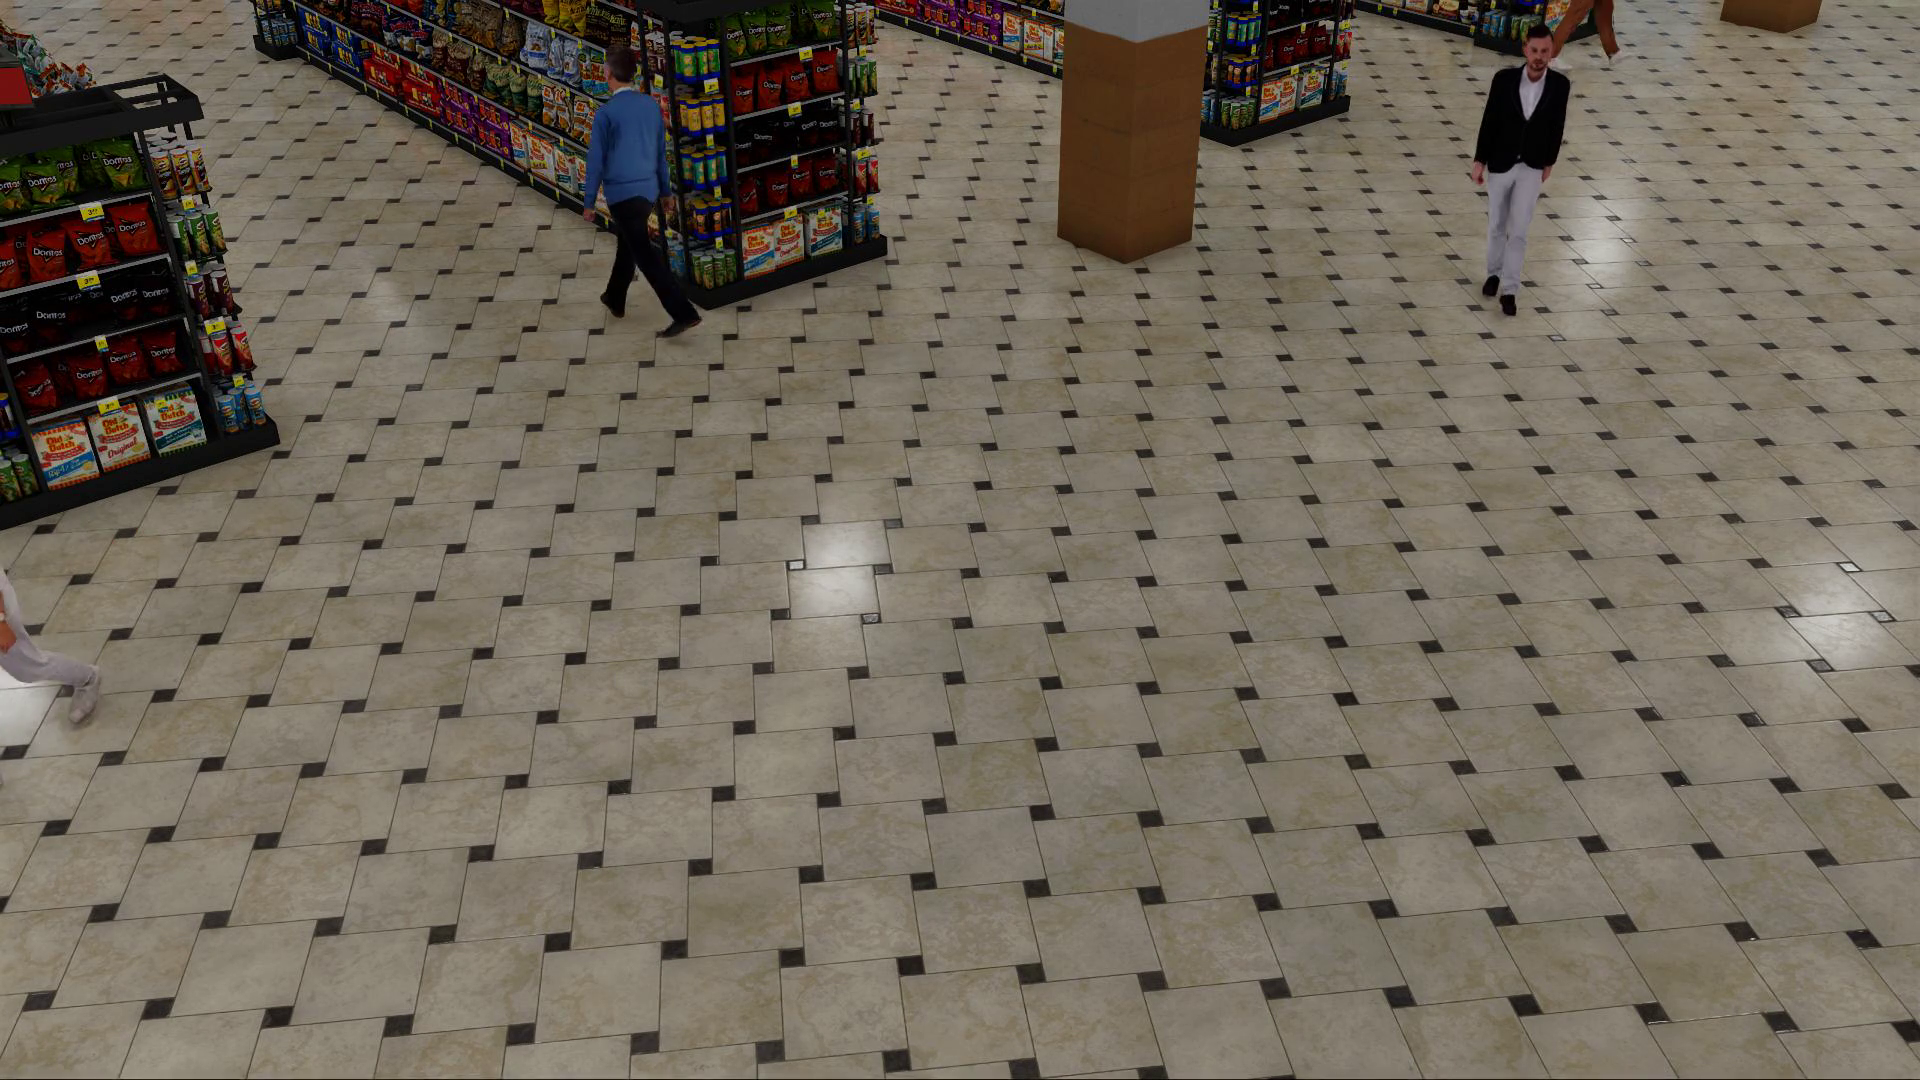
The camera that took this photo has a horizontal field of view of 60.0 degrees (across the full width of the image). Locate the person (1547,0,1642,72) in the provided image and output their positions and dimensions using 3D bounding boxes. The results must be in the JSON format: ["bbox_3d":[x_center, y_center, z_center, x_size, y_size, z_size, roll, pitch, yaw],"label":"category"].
[{"bbox_3d":[5.741,-5.183,15.262,1.236,1.782,1.113,7,33,11],"label":"person"}]

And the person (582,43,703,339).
[{"bbox_3d":[-1.975,-2.117,10.352,1.238,1.763,0.888,21,38,30],"label":"person"}]

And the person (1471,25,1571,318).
[{"bbox_3d":[3.610,-2.446,10.830,0.963,1.816,0.972,11,34,17],"label":"person"}]
